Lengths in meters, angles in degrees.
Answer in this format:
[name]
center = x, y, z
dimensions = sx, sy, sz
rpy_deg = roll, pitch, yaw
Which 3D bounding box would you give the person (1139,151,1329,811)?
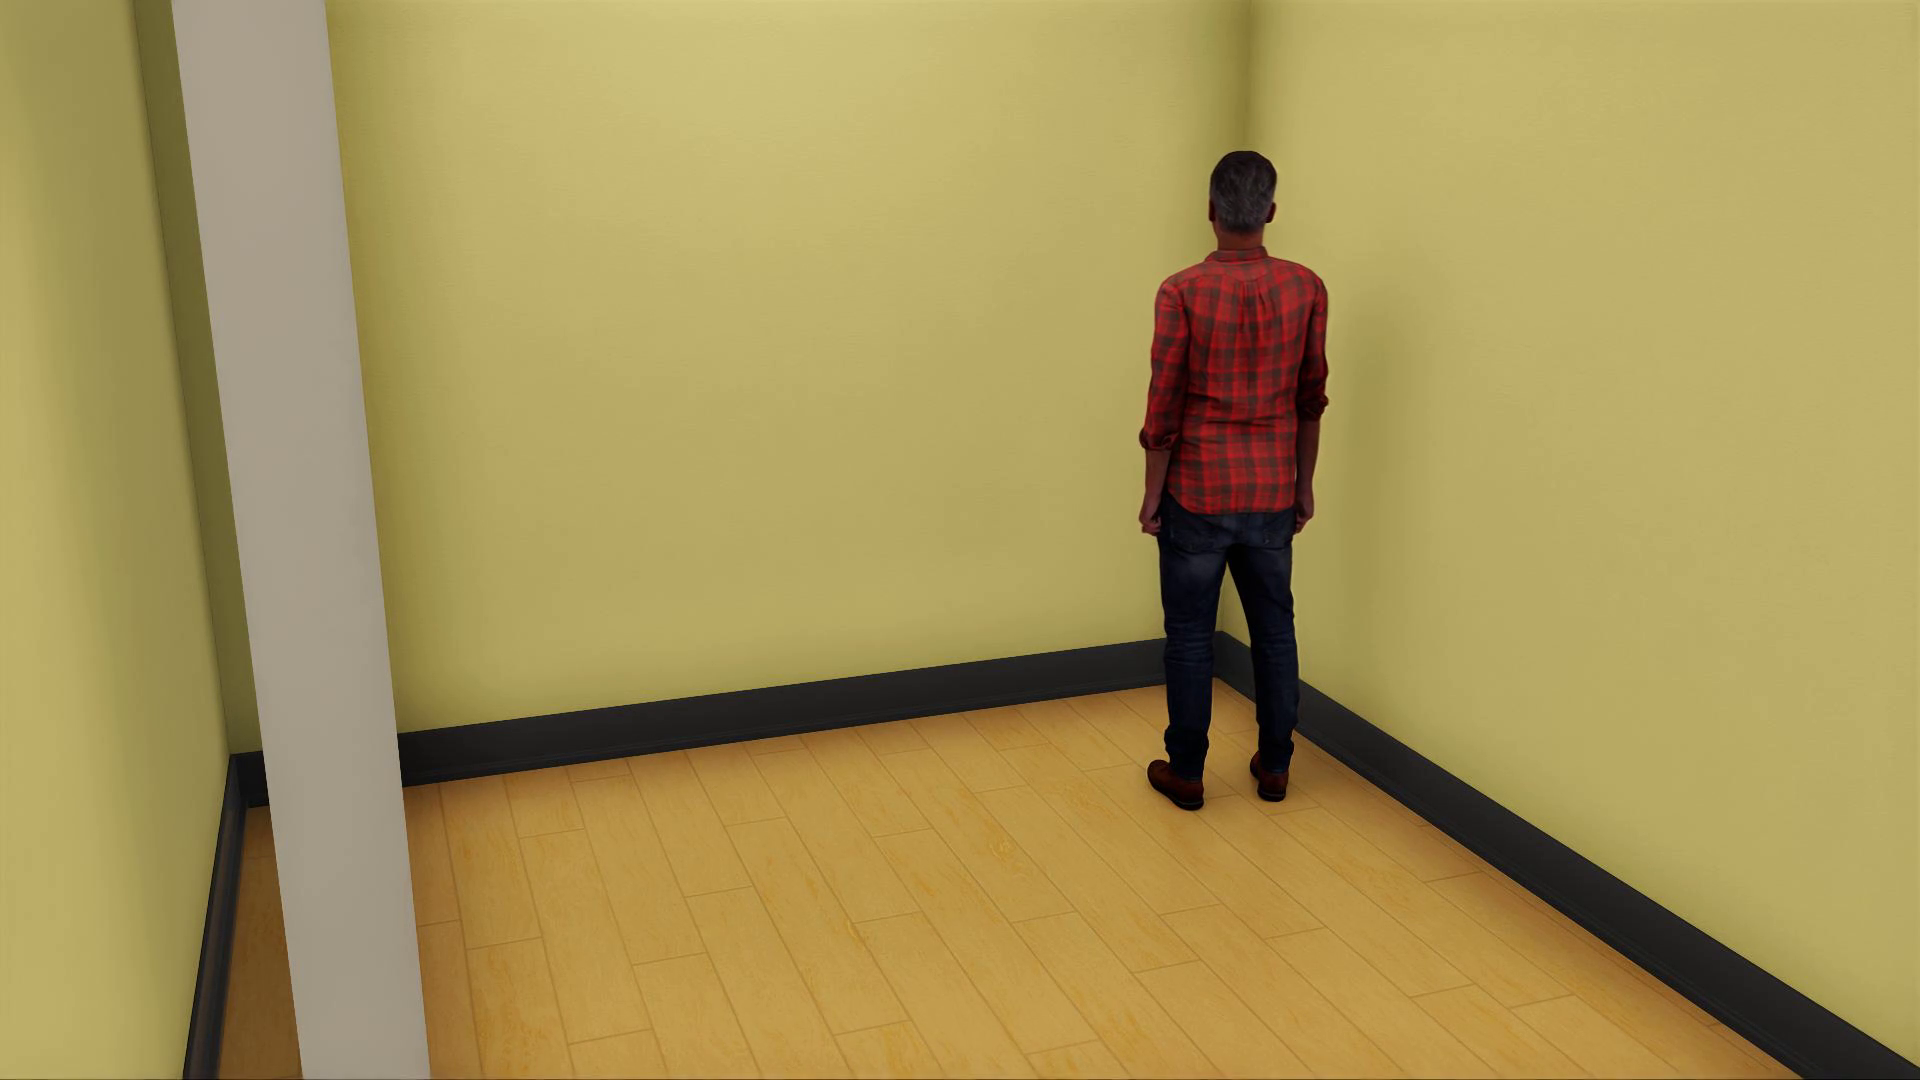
[person]
center = 0.754, -0.153, 4.646
dimensions = 0.536, 1.829, 0.784
rpy_deg = -3, 16, -11
